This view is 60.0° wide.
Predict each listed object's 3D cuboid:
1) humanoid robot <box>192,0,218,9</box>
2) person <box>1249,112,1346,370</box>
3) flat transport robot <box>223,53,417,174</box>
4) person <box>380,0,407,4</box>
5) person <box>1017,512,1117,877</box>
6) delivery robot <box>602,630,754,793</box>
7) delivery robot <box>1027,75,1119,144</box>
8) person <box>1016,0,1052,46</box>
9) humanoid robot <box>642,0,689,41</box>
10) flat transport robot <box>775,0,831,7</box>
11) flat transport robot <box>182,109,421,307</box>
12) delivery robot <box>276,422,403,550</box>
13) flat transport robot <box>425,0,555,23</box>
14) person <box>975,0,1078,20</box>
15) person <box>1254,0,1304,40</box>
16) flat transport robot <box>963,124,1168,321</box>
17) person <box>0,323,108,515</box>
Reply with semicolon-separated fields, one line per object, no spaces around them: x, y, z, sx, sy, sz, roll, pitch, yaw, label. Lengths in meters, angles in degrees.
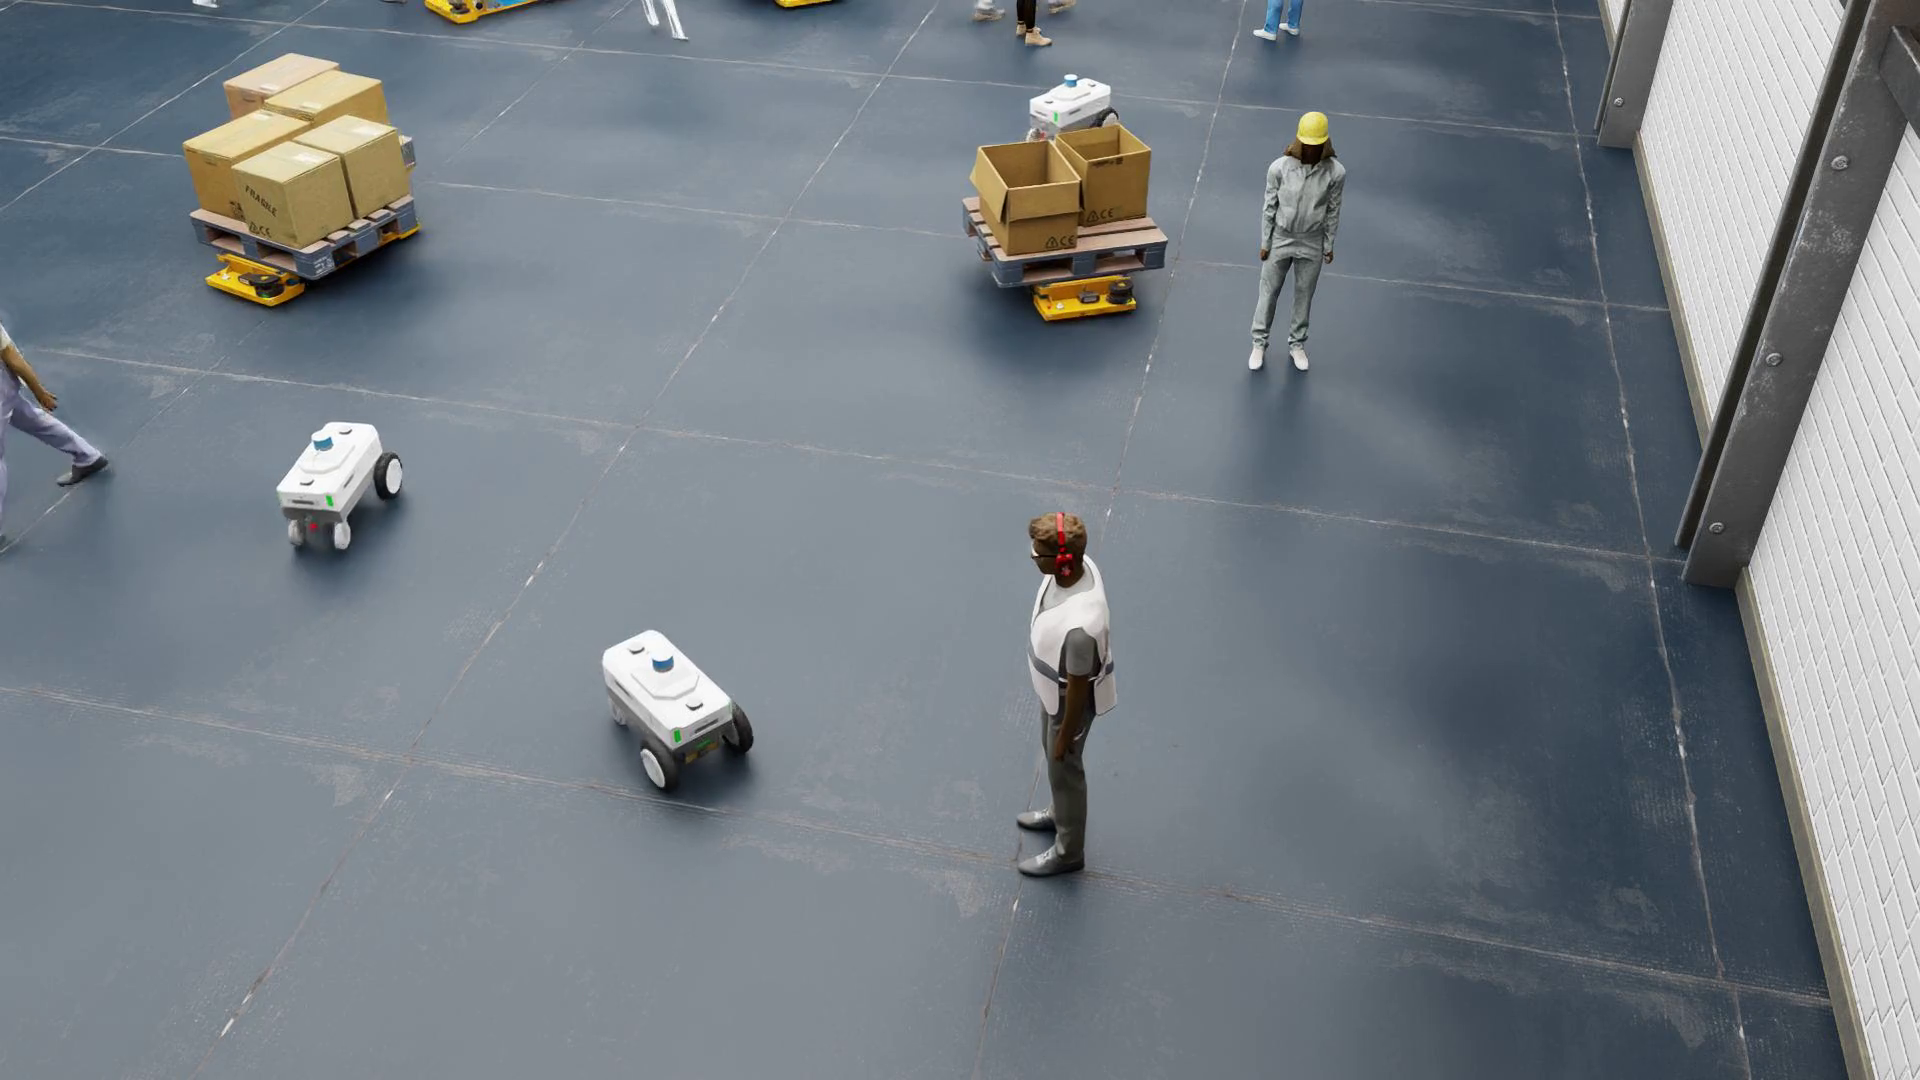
-7.044;-5.955;15.965;1.009;1.731;0.568;-21;42;-26;humanoid robot
2.129;-1.867;10.484;0.484;1.744;0.306;2;37;3;person
-4.973;-2.723;12.862;0.659;0.231;1.431;16;40;21;flat transport robot
-5.570;-6.196;16.176;0.417;1.870;0.535;18;40;22;person
0.450;0.653;7.043;0.408;1.831;0.569;-3;37;-3;person
-1.375;0.787;7.935;0.499;0.605;0.781;-27;44;-31;delivery robot
0.910;-3.538;13.699;0.769;0.577;0.499;-30;46;-34;delivery robot
0.676;-5.416;15.272;0.319;1.696;0.531;-9;38;-12;person
-2.854;-5.544;15.427;0.550;1.779;0.886;-17;40;-21;humanoid robot
-1.729;-5.749;16.911;0.659;0.231;1.431;-16;40;-20;flat transport robot
-4.682;-2.130;12.069;0.659;0.231;1.431;19;41;24;flat transport robot
-3.558;-0.357;9.443;0.499;0.577;0.769;4;37;5;delivery robot
-4.517;-5.457;16.520;1.431;0.231;0.659;-28;45;-32;flat transport robot
0.622;-5.851;15.754;1.027;1.820;0.560;-4;37;-5;person
3.025;-5.518;15.392;0.487;1.720;0.379;-20;41;-25;person
0.712;-2.006;11.903;0.659;0.231;1.431;-9;38;-12;flat transport robot
-5.327;-0.840;9.094;0.585;1.768;1.093;23;43;28;person
